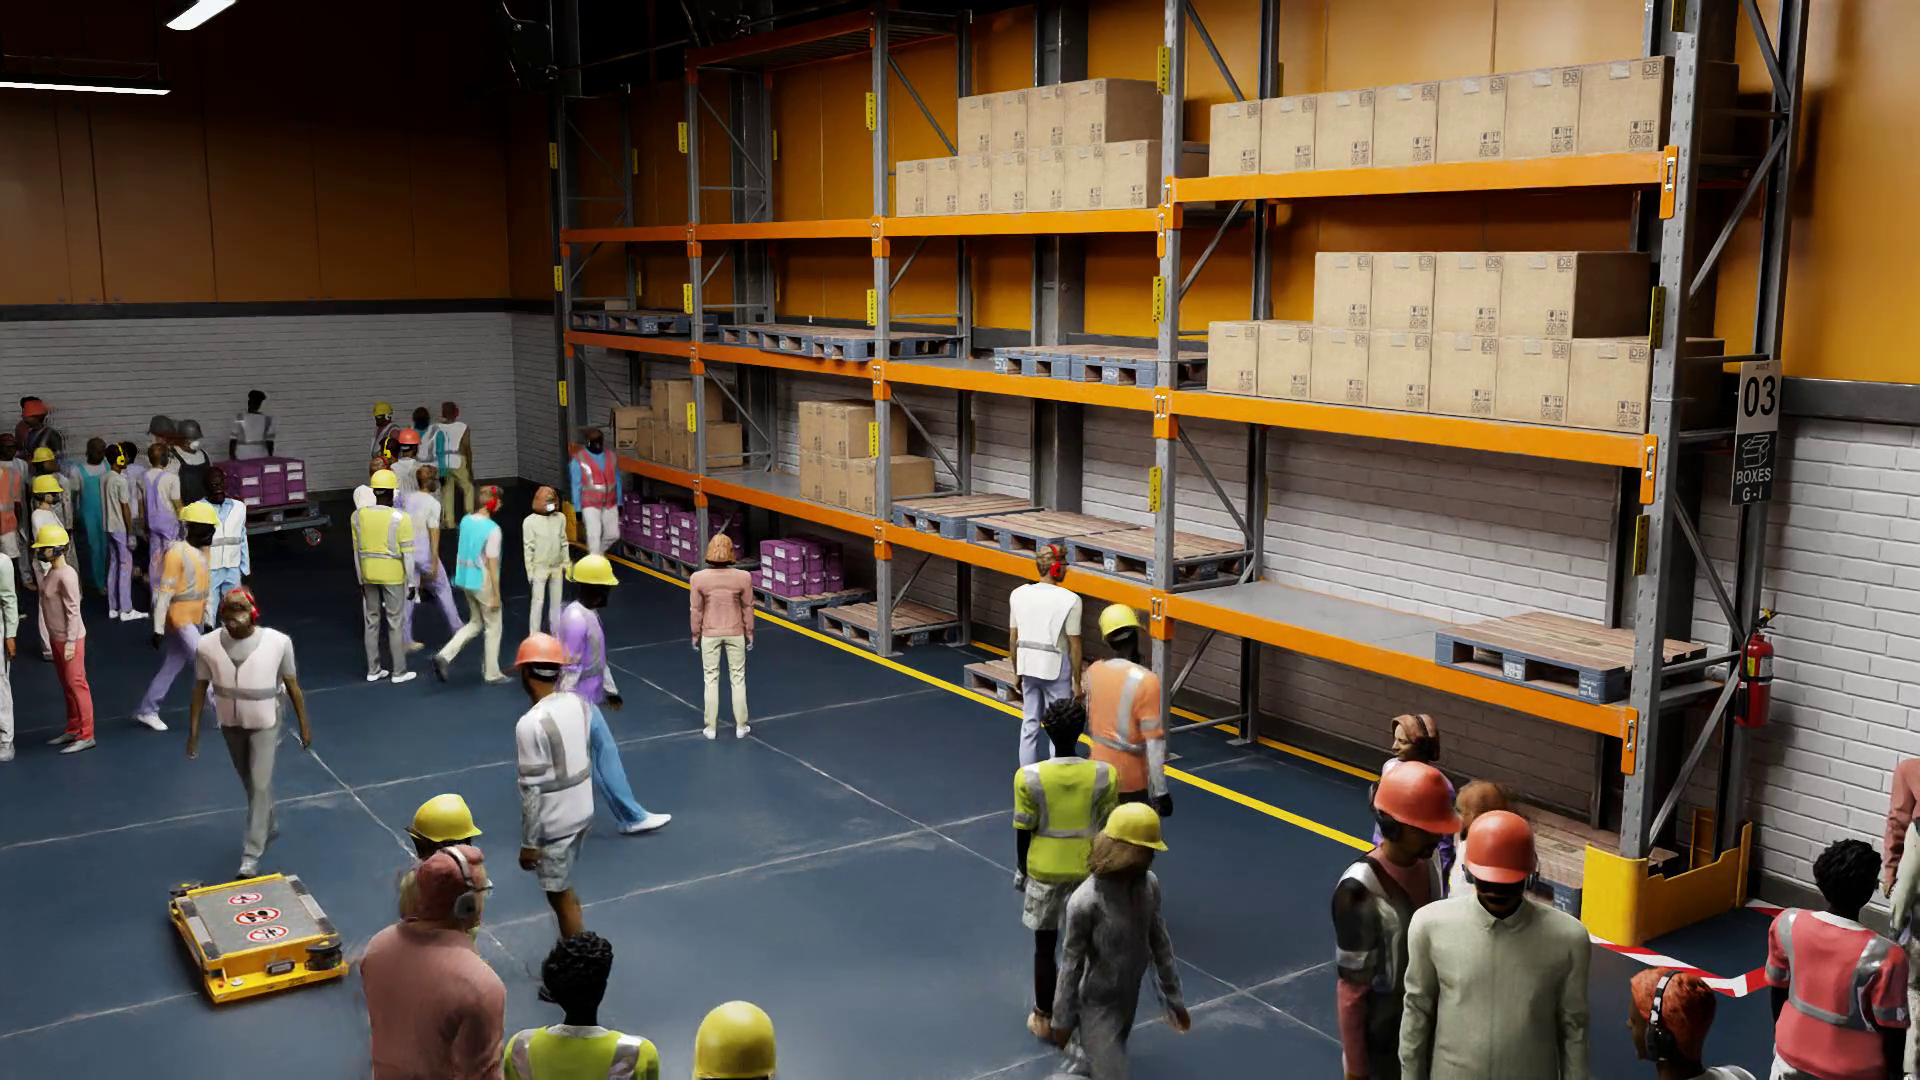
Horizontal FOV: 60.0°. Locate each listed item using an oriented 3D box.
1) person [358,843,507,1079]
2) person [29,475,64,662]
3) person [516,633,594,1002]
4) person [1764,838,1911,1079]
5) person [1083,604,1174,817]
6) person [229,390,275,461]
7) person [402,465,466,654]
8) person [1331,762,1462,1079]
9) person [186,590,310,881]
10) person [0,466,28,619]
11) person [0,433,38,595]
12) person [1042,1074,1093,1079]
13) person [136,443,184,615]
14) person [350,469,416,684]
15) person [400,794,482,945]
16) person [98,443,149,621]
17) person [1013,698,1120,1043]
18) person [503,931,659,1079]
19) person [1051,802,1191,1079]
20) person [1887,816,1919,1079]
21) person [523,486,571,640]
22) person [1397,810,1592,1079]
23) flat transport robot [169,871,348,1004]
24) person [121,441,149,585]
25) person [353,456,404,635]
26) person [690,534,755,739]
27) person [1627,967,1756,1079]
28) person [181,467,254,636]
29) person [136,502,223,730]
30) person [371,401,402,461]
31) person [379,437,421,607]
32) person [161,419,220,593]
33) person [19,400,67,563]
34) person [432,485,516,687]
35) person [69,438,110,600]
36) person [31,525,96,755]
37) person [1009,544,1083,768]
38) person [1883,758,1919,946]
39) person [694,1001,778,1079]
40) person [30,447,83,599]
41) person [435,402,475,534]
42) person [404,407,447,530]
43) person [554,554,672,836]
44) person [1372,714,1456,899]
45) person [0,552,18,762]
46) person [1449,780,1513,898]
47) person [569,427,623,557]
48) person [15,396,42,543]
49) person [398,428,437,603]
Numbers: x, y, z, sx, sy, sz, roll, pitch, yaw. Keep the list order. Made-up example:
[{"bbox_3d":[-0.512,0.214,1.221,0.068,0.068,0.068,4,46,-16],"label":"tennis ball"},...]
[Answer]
[{"bbox_3d":[-1.668,1.928,5.588,0.675,1.878,0.773,6,11,31],"label":"person"},{"bbox_3d":[-8.560,0.263,15.678,0.315,1.769,0.524,-3,10,-17],"label":"person"},{"bbox_3d":[-2.067,1.422,8.481,0.420,1.907,0.578,2,10,13],"label":"person"},{"bbox_3d":[3.220,1.924,6.130,0.318,1.699,0.535,-6,11,-32],"label":"person"},{"bbox_3d":[0.908,1.311,9.198,0.382,1.884,0.669,-6,11,-30],"label":"person"},{"bbox_3d":[-10.057,-1.168,23.639,0.658,1.926,0.489,-7,12,-37],"label":"person"},{"bbox_3d":[-5.127,0.168,16.142,0.525,1.800,0.939,5,11,27],"label":"person"},{"bbox_3d":[1.586,1.778,6.034,0.410,2.030,0.612,9,13,43],"label":"person"},{"bbox_3d":[-4.424,1.172,10.302,0.657,1.777,0.997,0,10,-1],"label":"person"},{"bbox_3d":[-10.077,-0.123,17.358,0.362,1.963,0.613,8,13,39],"label":"person"},{"bbox_3d":[-10.688,-0.290,18.722,0.338,1.839,0.505,6,11,33],"label":"person"},{"bbox_3d":[0.221,2.160,3.737,0.539,2.000,0.688,-1,10,-8],"label":"person"},{"bbox_3d":[-8.444,-0.112,17.648,0.504,1.847,0.345,1,10,8],"label":"person"},{"bbox_3d":[-5.138,0.325,14.881,0.583,1.918,0.407,2,10,9],"label":"person"},{"bbox_3d":[-1.982,1.843,6.439,0.337,1.761,0.525,-7,12,-36],"label":"person"},{"bbox_3d":[-8.806,-0.084,17.444,0.510,1.863,0.327,7,12,35],"label":"person"},{"bbox_3d":[0.515,1.599,8.053,0.529,1.692,0.321,-1,10,-4],"label":"person"},{"bbox_3d":[-1.182,2.072,5.287,0.534,1.694,0.320,2,10,11],"label":"person"},{"bbox_3d":[0.639,1.854,6.577,0.924,1.681,0.500,9,13,42],"label":"person"},{"bbox_3d":[4.392,1.751,7.331,0.533,1.625,0.361,4,10,22],"label":"person"},{"bbox_3d":[-3.965,0.284,15.978,0.290,1.625,0.504,8,13,39],"label":"person"},{"bbox_3d":[1.800,1.864,5.644,0.617,1.986,0.408,3,10,15],"label":"person"},{"bbox_3d":[-3.874,2.127,9.120,0.652,0.197,1.431,-6,12,-33],"label":"flat transport robot"},{"bbox_3d":[-9.574,-0.307,19.260,0.367,1.675,0.569,4,11,23],"label":"person"},{"bbox_3d":[-5.752,0.091,16.505,0.561,1.836,0.391,3,10,19],"label":"person"},{"bbox_3d":[-1.871,0.763,13.130,0.507,1.633,0.277,-1,10,-8],"label":"person"},{"bbox_3d":[1.960,2.092,4.620,0.576,1.880,0.360,-6,11,-30],"label":"person"},{"bbox_3d":[-6.731,0.284,15.110,0.392,1.919,0.591,7,12,37],"label":"person"},{"bbox_3d":[-6.216,0.627,13.306,0.968,1.860,0.627,-1,10,-5],"label":"person"},{"bbox_3d":[-7.916,-1.010,22.995,0.403,1.825,0.591,-9,13,-41],"label":"person"},{"bbox_3d":[-6.120,-0.192,18.085,0.333,1.860,0.510,4,10,20],"label":"person"},{"bbox_3d":[-8.766,-0.414,18.849,0.903,2.000,0.673,6,11,32],"label":"person"},{"bbox_3d":[-11.535,-0.725,20.729,0.634,2.012,0.871,6,12,33],"label":"person"},{"bbox_3d":[-4.258,0.429,14.566,0.617,1.817,0.644,9,13,43],"label":"person"},{"bbox_3d":[-9.599,-0.244,18.589,0.923,1.785,0.509,7,12,37],"label":"person"},{"bbox_3d":[-6.900,0.757,12.786,0.312,1.768,0.522,-9,13,-42],"label":"person"},{"bbox_3d":[0.587,0.948,11.436,0.564,1.841,0.395,7,12,35],"label":"person"},{"bbox_3d":[4.636,1.603,7.834,0.522,1.762,0.320,5,11,25],"label":"person"},{"bbox_3d":[-0.567,2.150,4.239,0.601,1.896,0.821,0,10,2],"label":"person"},{"bbox_3d":[-9.996,-0.167,18.306,0.487,1.735,0.336,2,10,11],"label":"person"},{"bbox_3d":[-6.941,-1.006,22.973,0.597,1.815,0.642,2,10,11],"label":"person"},{"bbox_3d":[-7.302,-0.956,22.793,0.655,1.793,0.897,1,10,6],"label":"person"},{"bbox_3d":[-2.370,1.024,10.868,0.978,1.877,0.592,-2,10,-12],"label":"person"},{"bbox_3d":[2.170,1.631,8.019,0.307,1.640,0.518,-4,11,-24],"label":"person"},{"bbox_3d":[-7.402,0.715,12.492,0.601,1.948,0.386,-2,10,-12],"label":"person"},{"bbox_3d":[2.210,1.798,7.067,0.434,1.621,0.514,0,10,2],"label":"person"},{"bbox_3d":[-4.267,-0.423,19.529,0.641,1.825,0.494,-8,13,-41],"label":"person"},{"bbox_3d":[-12.376,-0.947,22.217,0.368,1.958,0.599,-9,13,-43],"label":"person"},{"bbox_3d":[-6.042,-0.269,18.328,0.545,1.931,0.385,3,10,17],"label":"person"}]
